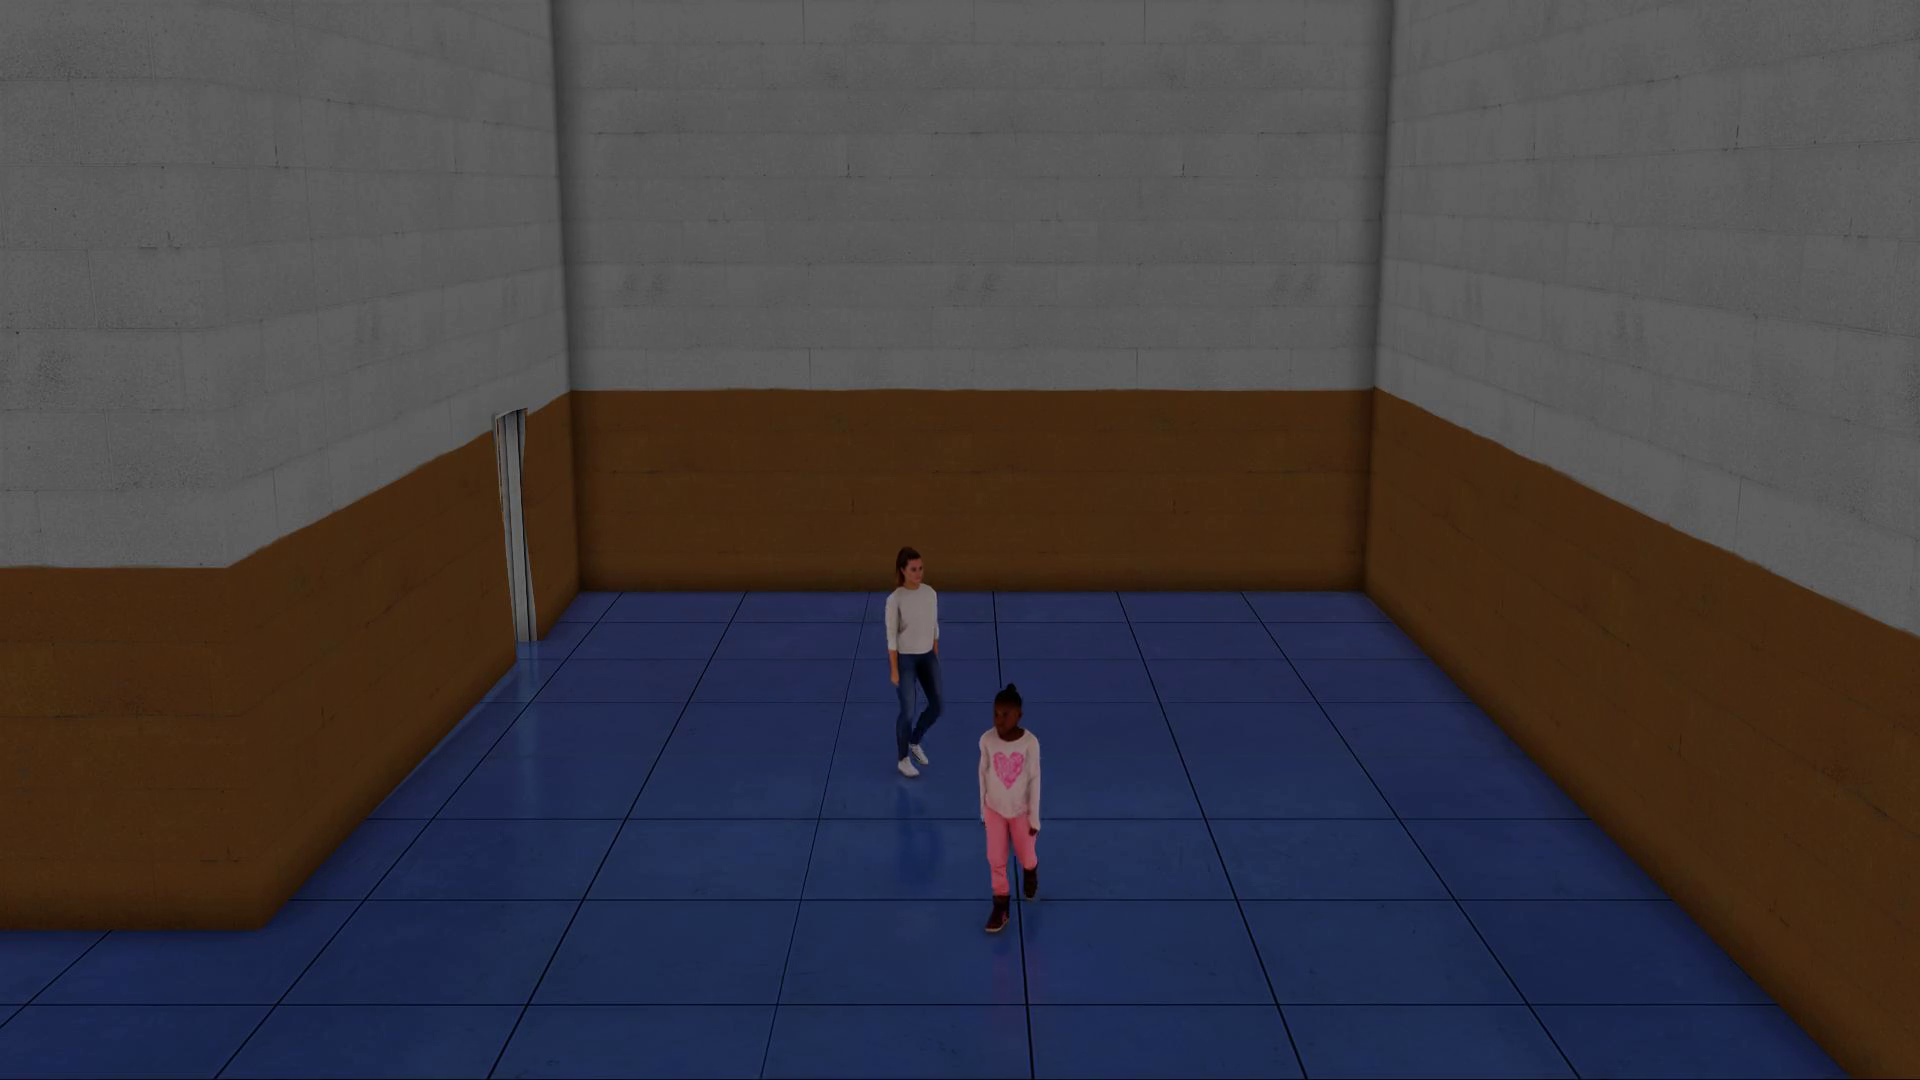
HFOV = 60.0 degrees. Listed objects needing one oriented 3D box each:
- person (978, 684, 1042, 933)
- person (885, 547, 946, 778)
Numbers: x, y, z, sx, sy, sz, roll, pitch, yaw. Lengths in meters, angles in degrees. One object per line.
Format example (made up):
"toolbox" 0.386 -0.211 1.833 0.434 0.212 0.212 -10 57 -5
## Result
"person" 0.315 1.546 9.774 0.844 1.431 0.758 4 13 18
"person" -0.391 0.888 12.225 0.752 1.709 0.827 -8 15 -35
